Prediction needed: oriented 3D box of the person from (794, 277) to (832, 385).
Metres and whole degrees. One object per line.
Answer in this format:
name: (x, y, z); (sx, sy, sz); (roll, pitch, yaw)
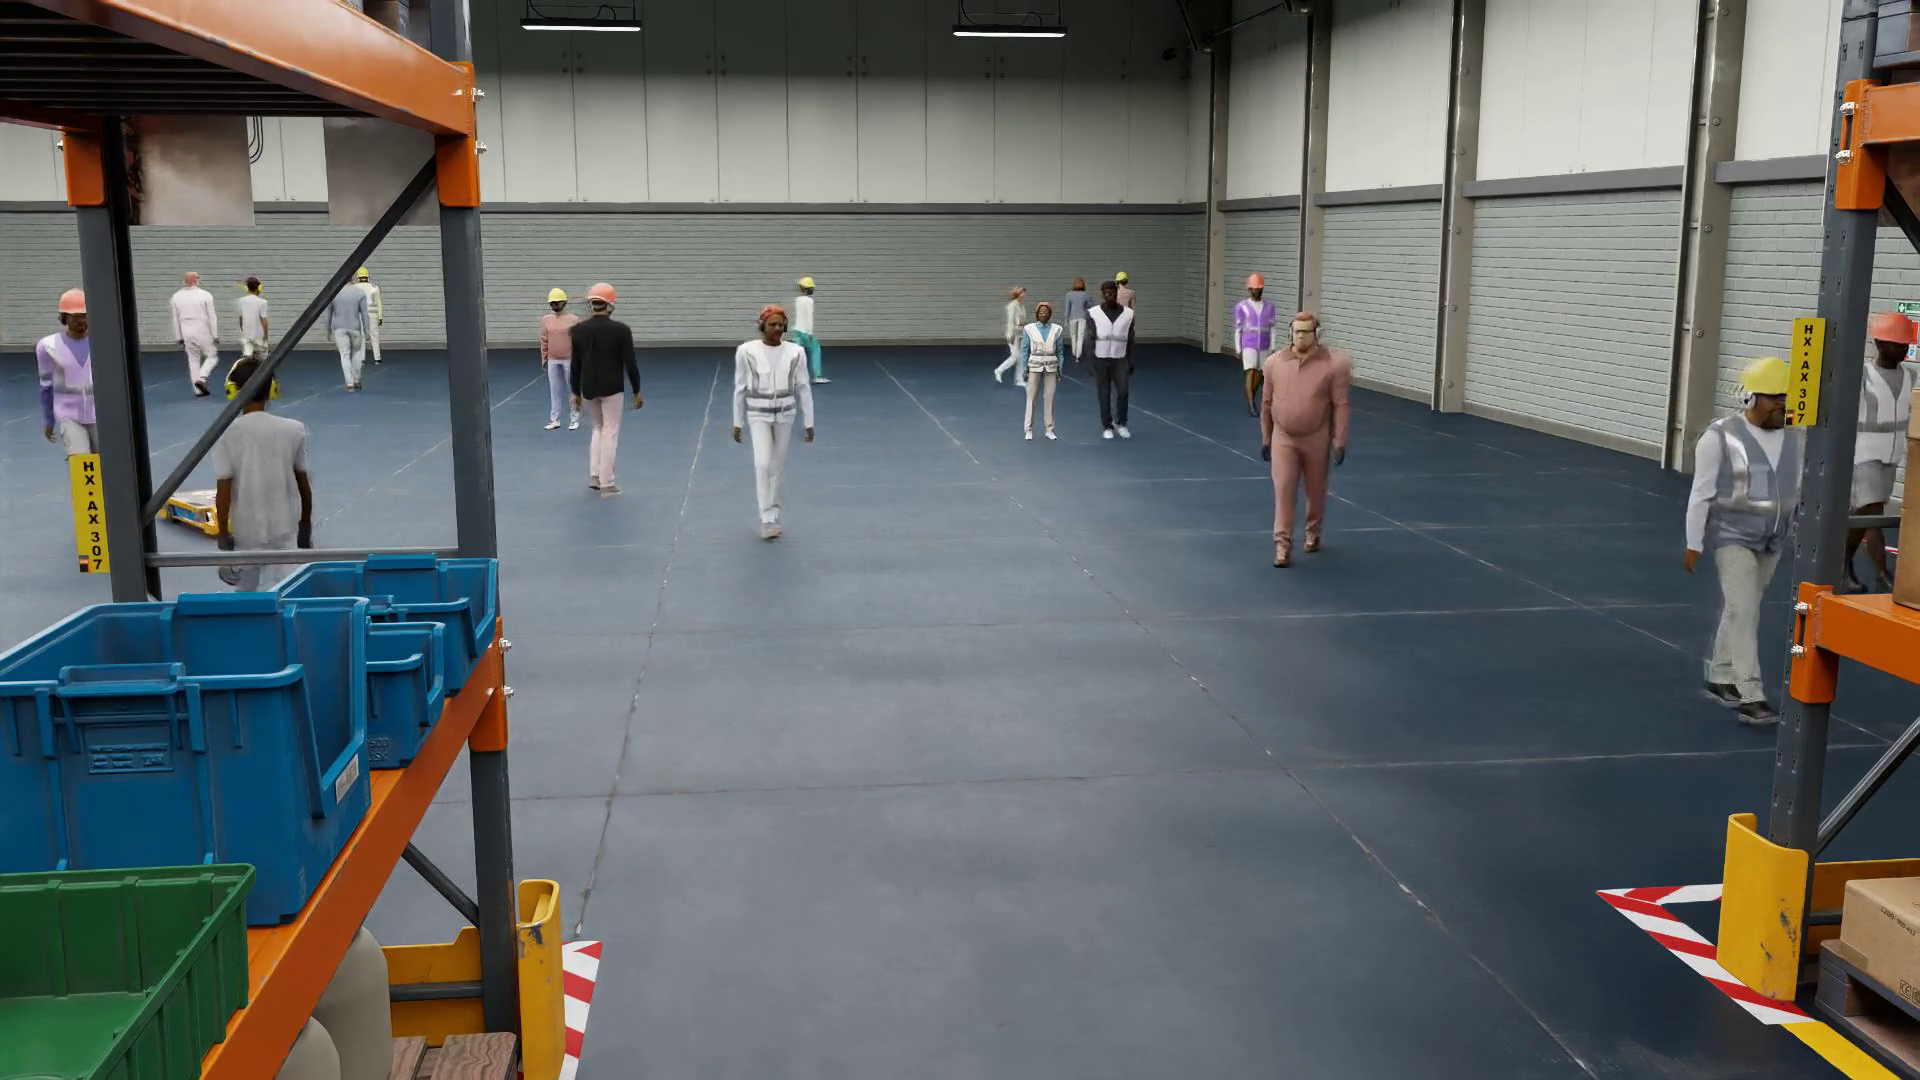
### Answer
person: (-2.412, -3.392, 27.064); (0.739, 1.737, 0.553); (-7, 12, -32)

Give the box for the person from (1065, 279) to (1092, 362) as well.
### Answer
person: (2.315, -4.270, 32.308); (0.527, 1.582, 0.852); (2, 10, 8)

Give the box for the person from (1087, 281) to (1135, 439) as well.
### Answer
person: (1.800, -2.130, 19.779); (0.600, 1.886, 0.604); (-1, 10, -4)

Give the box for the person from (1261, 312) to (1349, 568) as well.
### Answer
person: (2.566, -0.771, 12.402); (0.659, 1.865, 0.977); (3, 11, 18)

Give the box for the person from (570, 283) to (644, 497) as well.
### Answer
person: (-3.276, -1.390, 15.486); (0.639, 1.976, 0.563); (4, 11, 21)

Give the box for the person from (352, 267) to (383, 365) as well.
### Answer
person: (-11.195, -4.222, 31.379); (0.586, 1.837, 0.404); (-3, 11, -14)

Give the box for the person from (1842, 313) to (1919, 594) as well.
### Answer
person: (6.127, -0.528, 10.942); (0.569, 1.893, 0.929); (-3, 11, -14)

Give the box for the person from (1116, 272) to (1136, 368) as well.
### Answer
person: (2.955, -4.013, 30.418); (0.527, 1.771, 0.312); (-3, 11, -18)

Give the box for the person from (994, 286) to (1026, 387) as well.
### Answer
person: (0.864, -3.262, 26.687); (0.505, 1.623, 0.529); (5, 12, 26)

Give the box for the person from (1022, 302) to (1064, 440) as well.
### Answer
person: (0.982, -2.003, 19.751); (0.515, 1.641, 0.314); (-2, 10, -9)

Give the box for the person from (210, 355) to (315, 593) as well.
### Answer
person: (-3.516, -0.019, 8.397); (0.553, 1.812, 0.998); (-9, 14, -42)

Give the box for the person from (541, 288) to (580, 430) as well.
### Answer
person: (-4.986, -2.251, 20.768); (0.534, 1.767, 0.319); (2, 11, 12)

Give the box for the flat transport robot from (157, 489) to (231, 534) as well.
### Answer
flat transport robot: (-6.194, -0.263, 13.967); (0.652, 0.197, 1.431); (-10, 14, -42)

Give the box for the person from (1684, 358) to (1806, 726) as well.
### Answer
person: (4.001, 0.014, 8.235); (0.627, 1.800, 0.807); (-2, 11, -13)

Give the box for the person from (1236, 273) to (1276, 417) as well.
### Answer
person: (3.976, -2.644, 22.497); (0.543, 1.923, 0.690); (-1, 10, -7)

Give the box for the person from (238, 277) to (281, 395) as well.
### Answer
person: (-10.605, -3.039, 25.011); (0.514, 1.807, 1.015); (0, 10, 2)

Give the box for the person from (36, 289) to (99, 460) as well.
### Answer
person: (-7.060, -1.024, 13.416); (0.626, 2.011, 0.922); (-7, 12, -34)

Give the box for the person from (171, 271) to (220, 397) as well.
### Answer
person: (-11.444, -3.081, 24.965); (0.668, 1.888, 0.443); (1, 10, 6)

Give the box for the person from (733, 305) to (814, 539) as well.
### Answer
person: (-1.457, -0.929, 13.258); (0.618, 1.853, 0.831); (-4, 11, -20)

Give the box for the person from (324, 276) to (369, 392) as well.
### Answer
person: (-9.596, -3.283, 26.020); (0.654, 1.907, 0.857); (-4, 11, -23)
